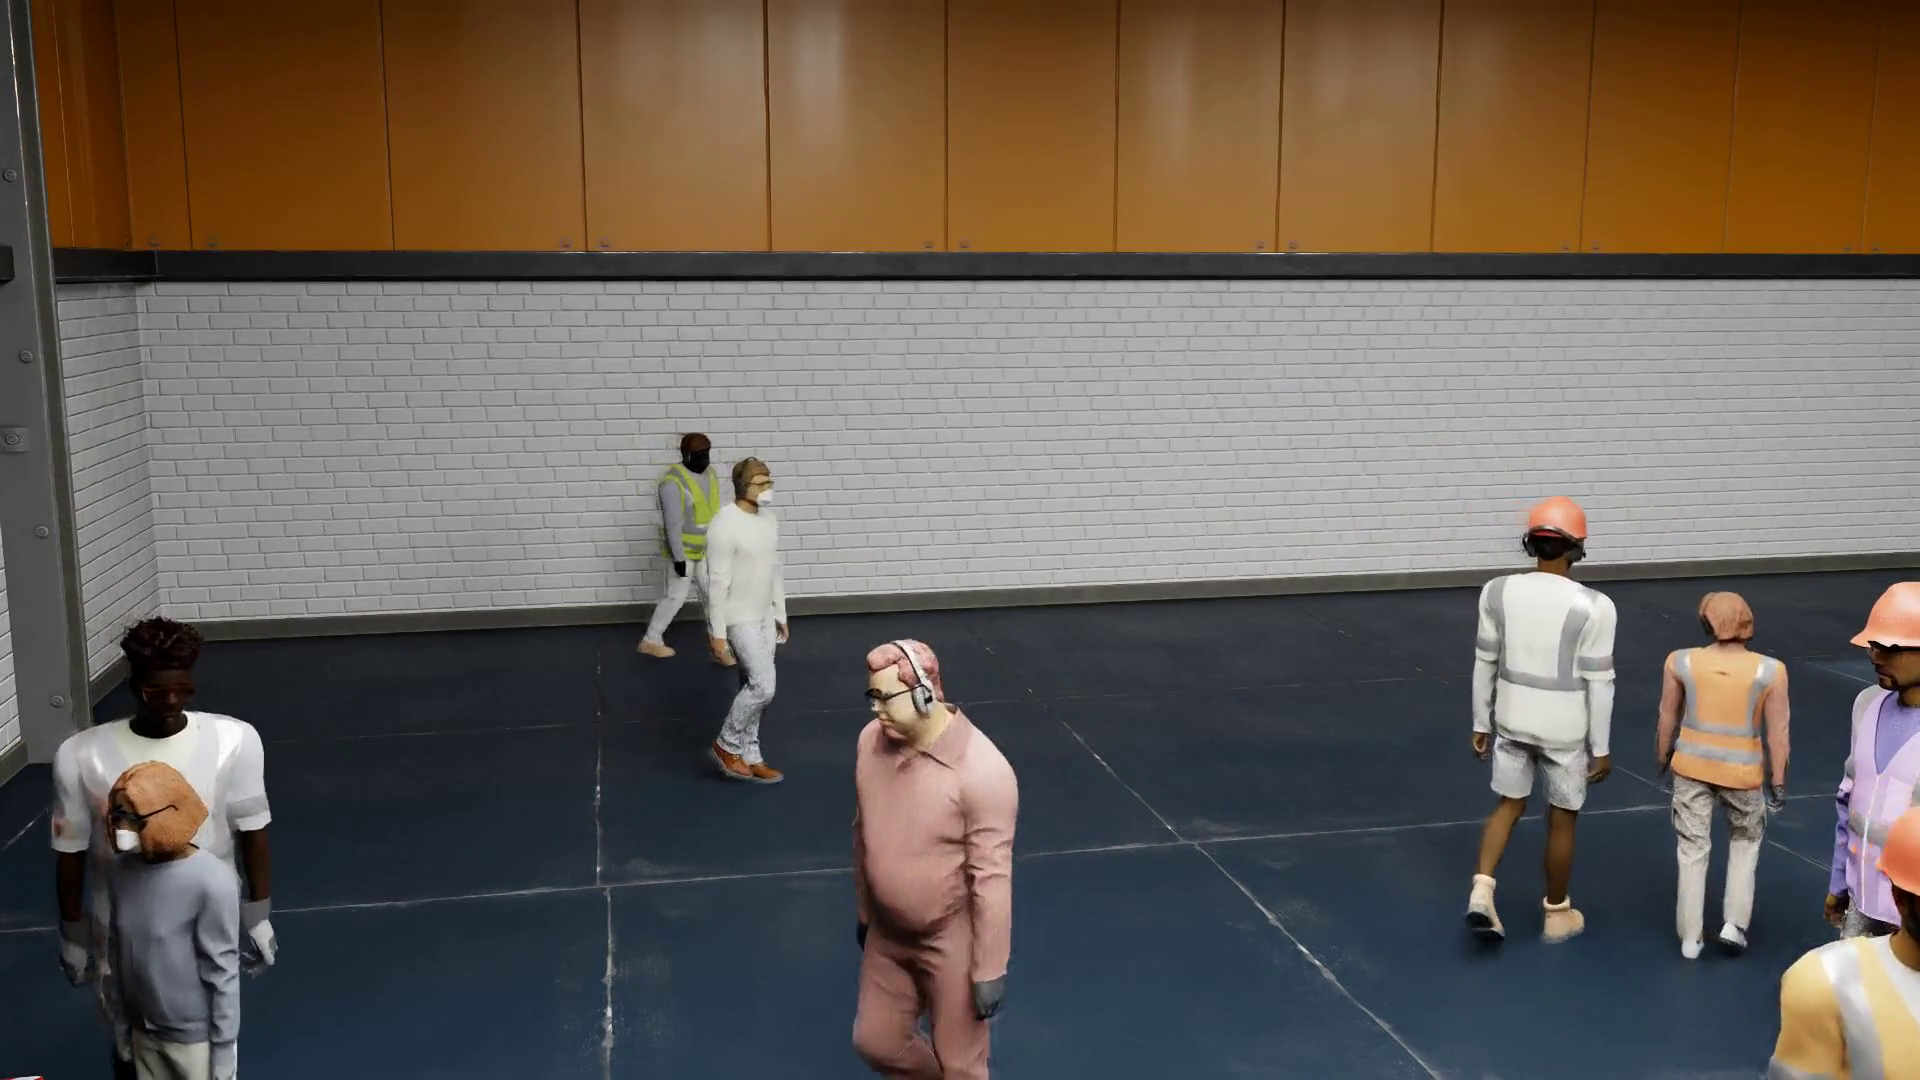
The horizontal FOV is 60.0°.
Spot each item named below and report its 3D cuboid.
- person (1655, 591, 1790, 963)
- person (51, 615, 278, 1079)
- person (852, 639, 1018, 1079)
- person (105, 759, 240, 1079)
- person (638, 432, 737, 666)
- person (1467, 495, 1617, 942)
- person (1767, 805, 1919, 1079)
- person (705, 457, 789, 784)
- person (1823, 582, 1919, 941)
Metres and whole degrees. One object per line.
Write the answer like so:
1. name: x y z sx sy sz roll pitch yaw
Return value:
1. person: 3.294 1.024 7.222 0.541 1.614 0.465 5 11 29
2. person: -2.497 1.184 5.251 0.619 1.944 0.505 -7 11 -35
3. person: -0.090 1.221 5.206 0.688 1.881 0.447 9 13 42
4. person: -2.249 1.420 4.778 0.499 1.627 0.271 5 10 26
5. person: -2.086 0.054 12.623 0.831 1.796 0.645 7 11 35
6. person: 2.534 0.814 7.267 0.739 2.027 0.613 -9 13 -44
7. person: 2.017 1.489 3.457 0.570 1.919 0.649 -1 9 -6
8. person: -1.196 0.478 9.611 0.435 1.925 0.655 3 10 20
9. person: 2.943 1.138 5.234 0.391 2.040 0.615 -2 9 -10
